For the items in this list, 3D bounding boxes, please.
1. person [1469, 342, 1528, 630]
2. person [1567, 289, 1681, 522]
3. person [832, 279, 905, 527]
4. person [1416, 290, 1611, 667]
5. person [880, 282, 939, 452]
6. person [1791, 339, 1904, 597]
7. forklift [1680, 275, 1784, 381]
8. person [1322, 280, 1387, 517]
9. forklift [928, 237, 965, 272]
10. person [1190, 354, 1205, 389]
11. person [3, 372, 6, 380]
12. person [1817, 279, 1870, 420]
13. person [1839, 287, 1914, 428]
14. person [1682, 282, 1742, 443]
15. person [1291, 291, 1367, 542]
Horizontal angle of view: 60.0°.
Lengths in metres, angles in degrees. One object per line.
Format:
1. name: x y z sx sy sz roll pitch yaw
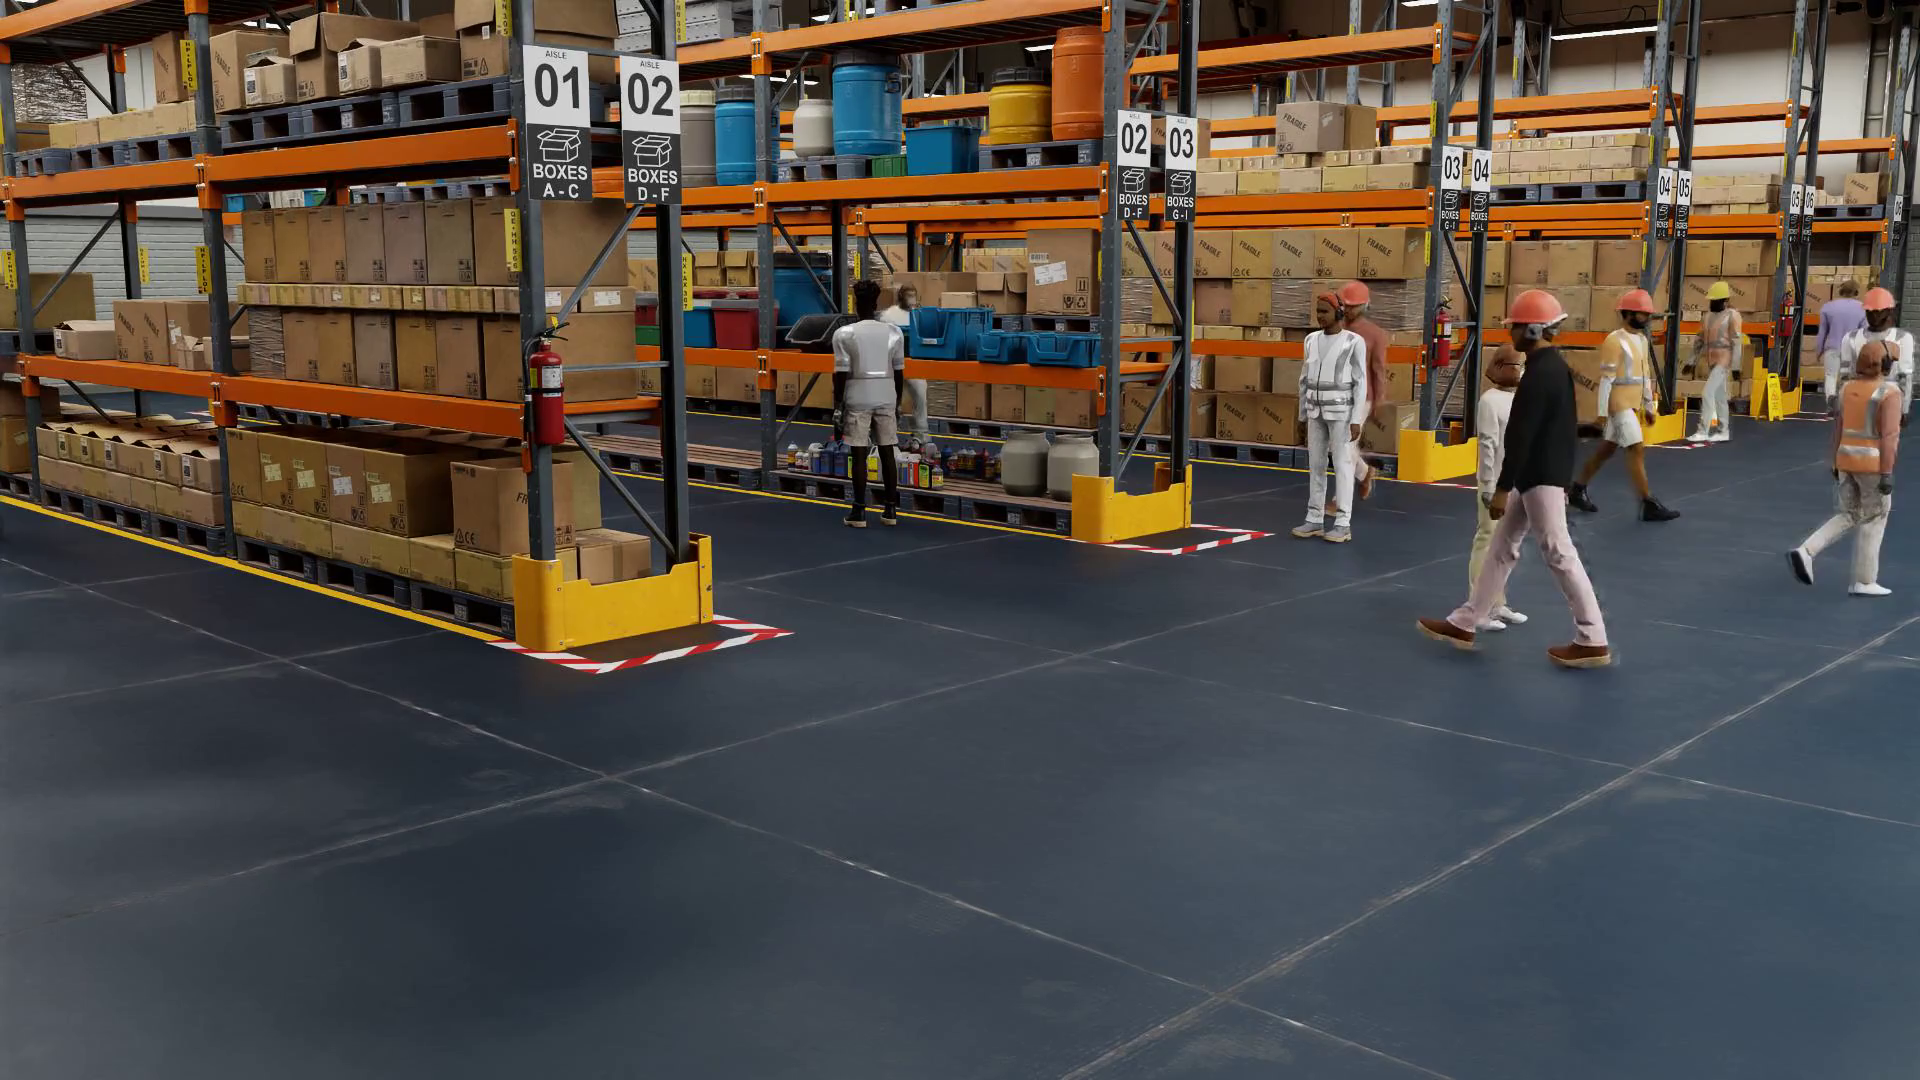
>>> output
1. person: 3.127 -0.316 9.563 0.281 1.634 0.498 8 13 42
2. person: 5.501 -1.128 13.795 0.566 1.886 1.023 -9 13 -44
3. person: -0.730 -1.091 13.296 0.602 1.967 0.370 -4 10 -21
4. person: 2.959 -0.325 8.680 1.023 1.937 0.643 5 10 26
5. person: -0.560 -1.875 18.313 0.649 1.901 0.947 -6 11 -32
6. person: 5.590 -0.442 10.393 0.551 1.624 0.512 -2 9 -10
7. forklift: 12.480 -3.427 27.053 1.214 2.155 2.313 9 13 43
8. person: 3.334 -1.206 14.027 0.812 1.963 0.618 -9 13 -44
9. forklift: -0.326 -5.817 39.609 1.129 2.768 1.873 9 13 43
10. person: 2.916 -2.320 21.224 0.429 1.839 0.633 5 10 26
11. person: -12.030 -2.187 20.525 0.861 1.791 0.615 8 12 41
12. person: 11.963 -2.574 22.541 0.639 1.922 0.764 5 11 30
13. person: 7.687 -1.171 13.985 0.552 1.908 0.890 7 12 36
14. person: 8.825 -2.077 19.576 0.752 1.893 0.623 -1 9 -6
15. person: 2.797 -0.933 12.582 0.337 1.882 0.584 -7 12 -38
